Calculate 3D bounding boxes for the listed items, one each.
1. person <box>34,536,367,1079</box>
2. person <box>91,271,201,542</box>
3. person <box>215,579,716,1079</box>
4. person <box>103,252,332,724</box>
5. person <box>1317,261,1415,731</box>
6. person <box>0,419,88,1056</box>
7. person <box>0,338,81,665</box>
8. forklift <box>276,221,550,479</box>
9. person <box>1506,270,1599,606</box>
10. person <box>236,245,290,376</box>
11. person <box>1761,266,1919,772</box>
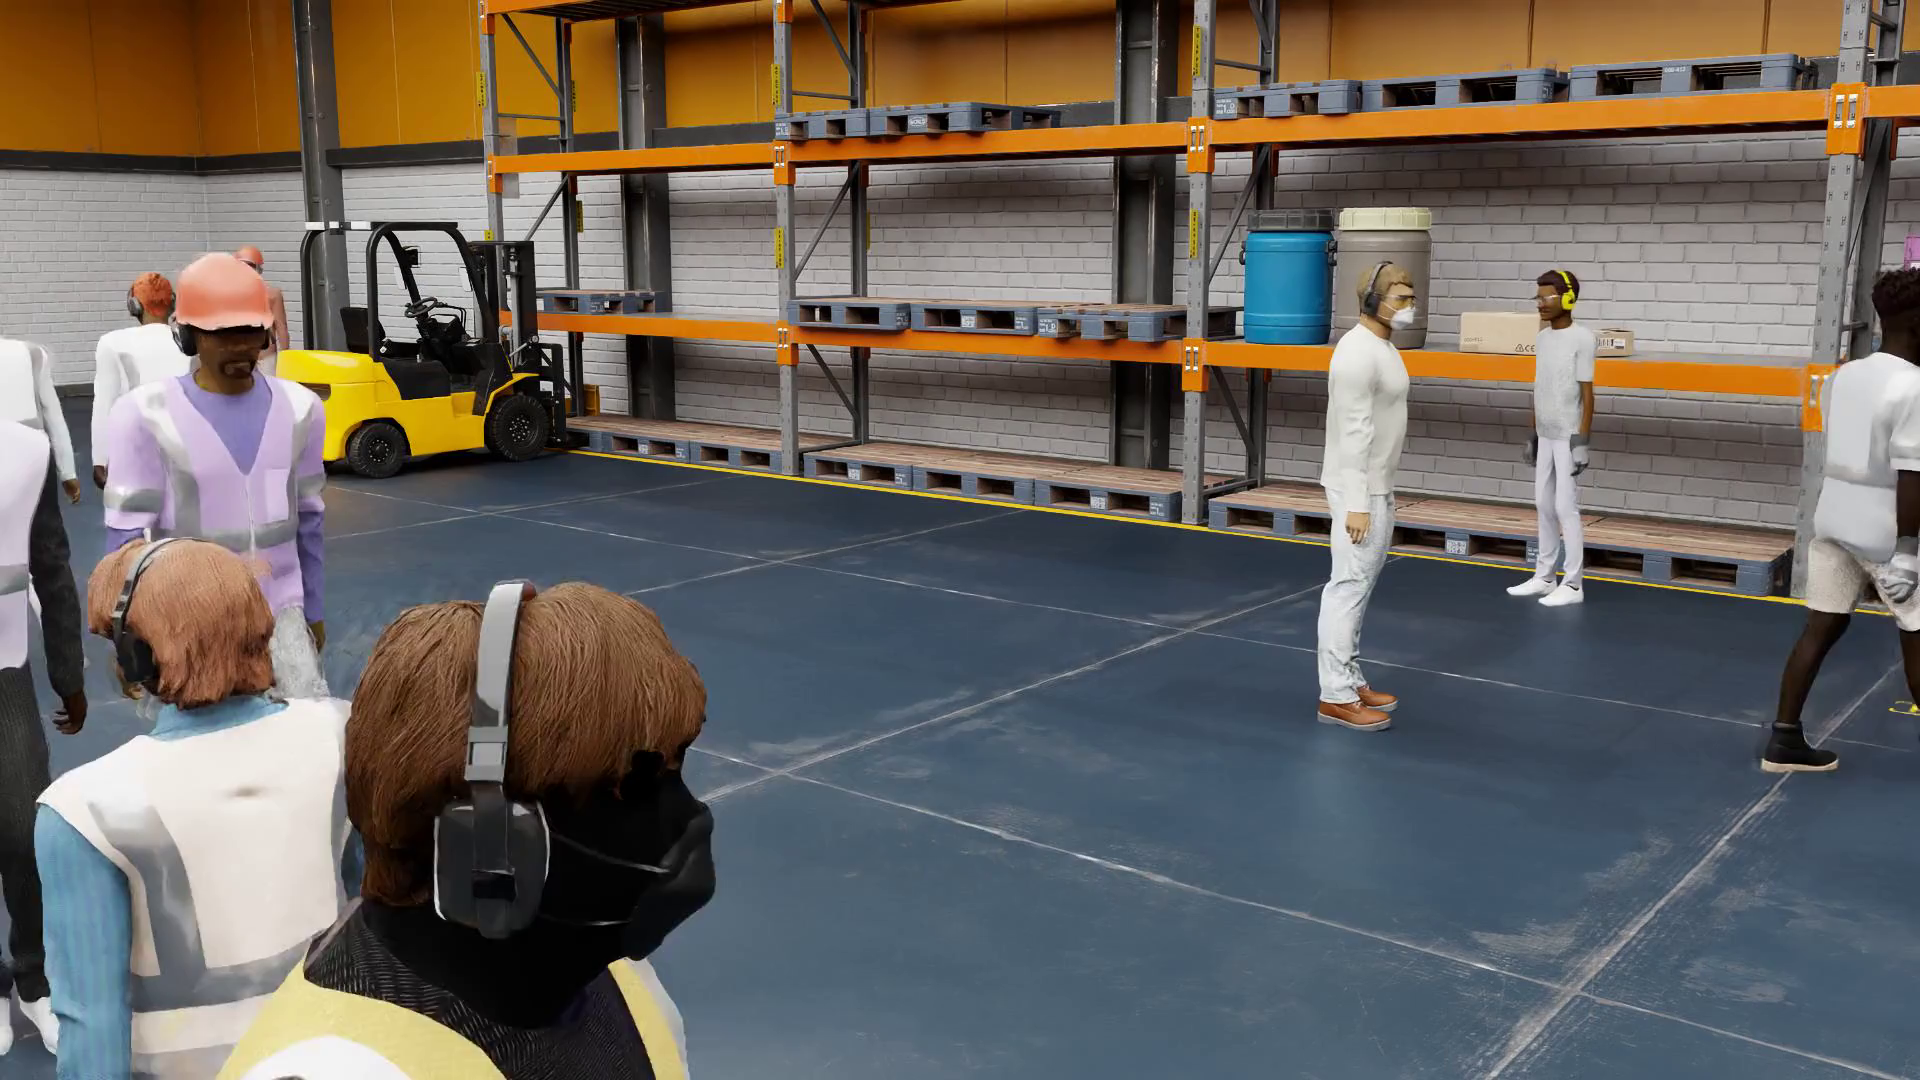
[{"bbox_3d":[-1.072,0.792,2.432,0.666,1.617,0.537,8,13,39],"label":"person"},{"bbox_3d":[-4.037,-0.419,8.440,0.635,1.863,0.637,-9,14,-41],"label":"person"},{"bbox_3d":[-0.322,0.908,1.314,0.988,1.788,0.648,0,10,-1],"label":"person"},{"bbox_3d":[-2.160,0.178,4.804,0.943,2.000,0.639,9,14,42],"label":"person"},{"bbox_3d":[1.695,-0.189,6.966,0.353,1.936,0.633,4,11,22],"label":"person"},{"bbox_3d":[-2.436,0.366,4.003,0.604,1.890,0.572,-6,12,-31],"label":"person"},{"bbox_3d":[-4.555,-0.300,7.876,0.953,1.825,0.611,4,11,22],"label":"person"},{"bbox_3d":[-4.922,-1.741,14.854,1.214,2.155,2.313,8,13,38],"label":"forklift"},{"bbox_3d":[3.333,-0.565,9.276,0.327,1.860,0.538,-3,11,-15],"label":"person"},{"bbox_3d":[-6.666,-1.785,15.703,0.632,1.975,0.758,-1,10,-3],"label":"person"},{"bbox_3d":[3.502,-0.041,6.194,0.900,1.920,0.635,-1,10,-7],"label":"person"}]
